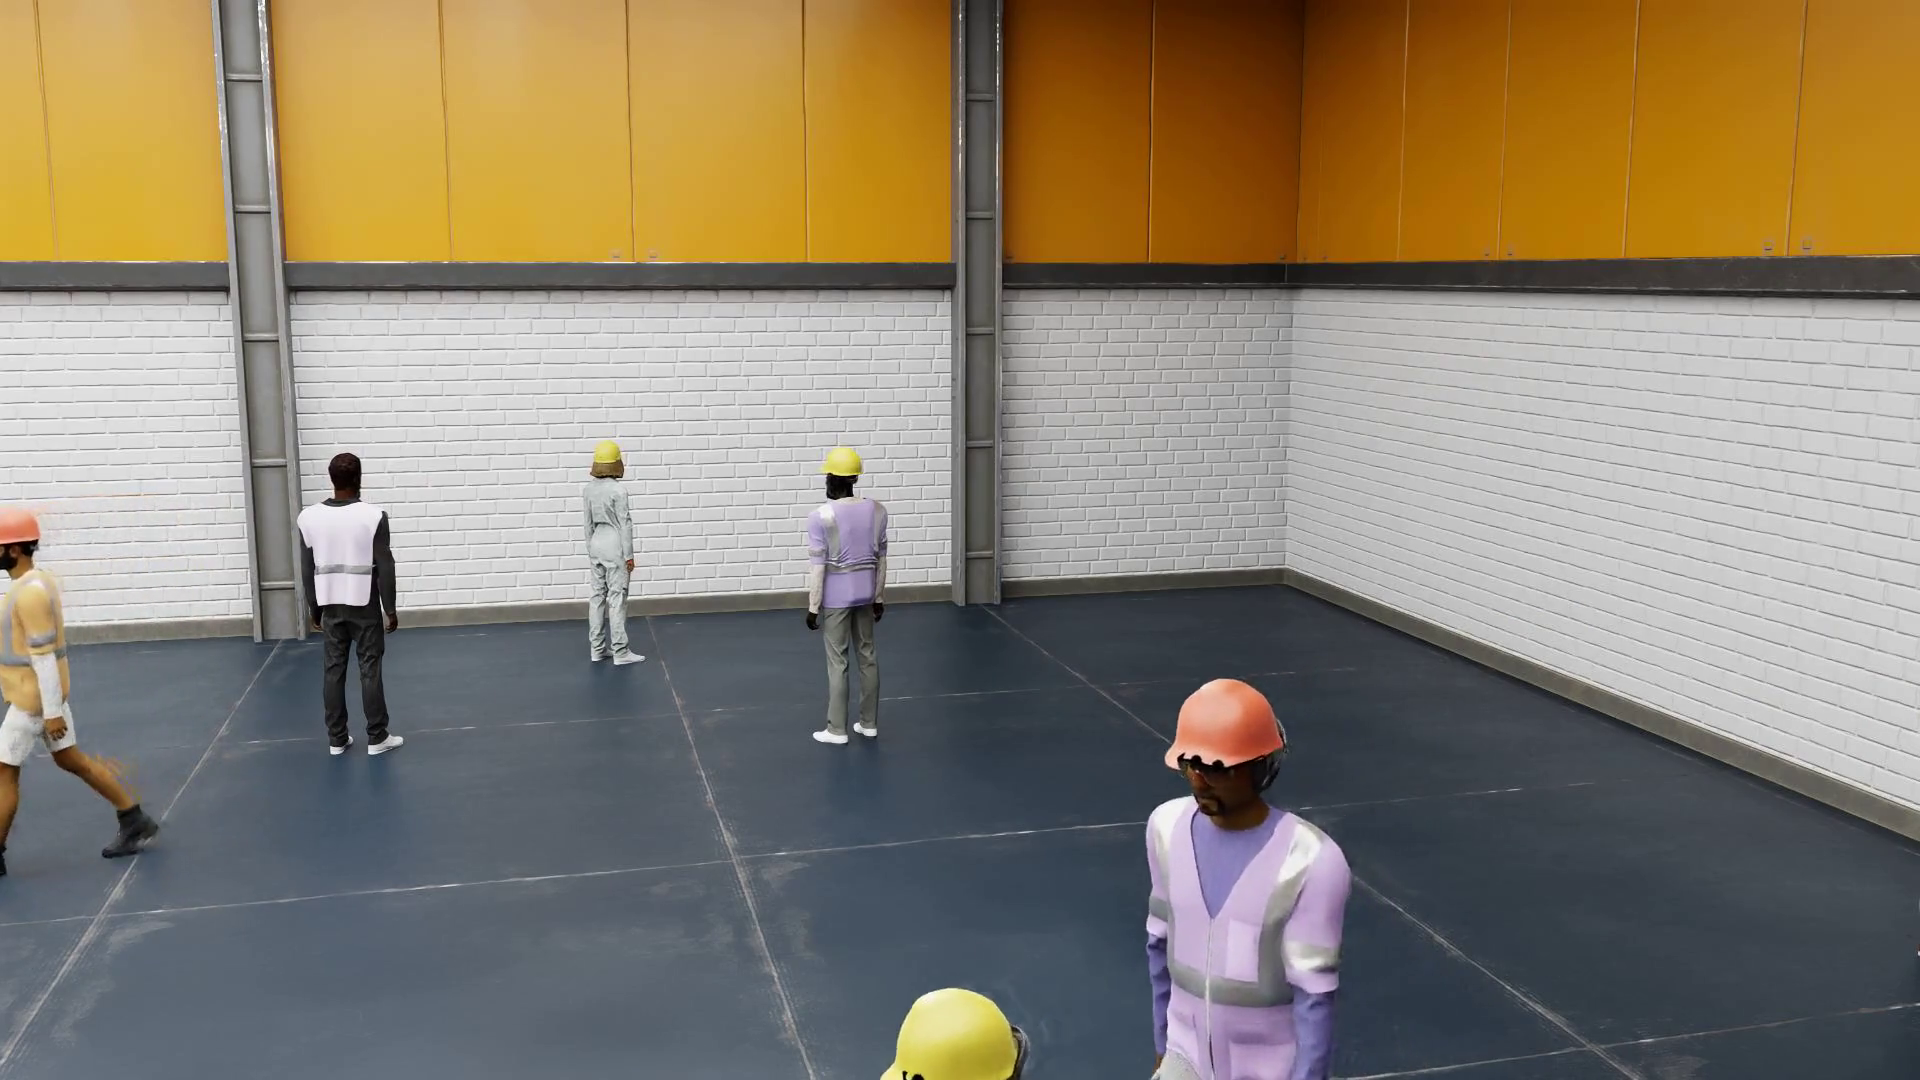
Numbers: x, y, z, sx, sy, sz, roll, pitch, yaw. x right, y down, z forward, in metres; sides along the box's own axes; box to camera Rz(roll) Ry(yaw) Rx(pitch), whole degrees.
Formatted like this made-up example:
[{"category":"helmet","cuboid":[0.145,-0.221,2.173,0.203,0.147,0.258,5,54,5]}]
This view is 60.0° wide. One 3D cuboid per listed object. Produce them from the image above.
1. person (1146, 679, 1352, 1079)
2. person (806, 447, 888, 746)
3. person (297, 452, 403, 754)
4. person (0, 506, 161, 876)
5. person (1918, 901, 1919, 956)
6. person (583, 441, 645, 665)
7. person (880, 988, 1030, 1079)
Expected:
[{"category":"person","cuboid":[0.661,1.356,4.262,0.610,2.022,0.689,7,12,39]},{"category":"person","cuboid":[-0.733,0.362,10.726,0.590,1.930,0.353,-7,12,-37]},{"category":"person","cuboid":[-3.837,0.408,10.475,0.590,1.919,0.392,1,9,4]},{"category":"person","cuboid":[-4.636,0.754,8.419,0.992,1.900,0.555,-4,10,-25]},{"category":"person","cuboid":[4.415,1.075,7.211,0.267,1.630,0.505,-3,9,-16]},{"category":"person","cuboid":[-2.715,0.097,12.957,0.490,1.746,0.284,6,11,34]},{"category":"person","cuboid":[0.091,1.678,3.202,0.939,1.716,0.532,-5,10,-30]}]
